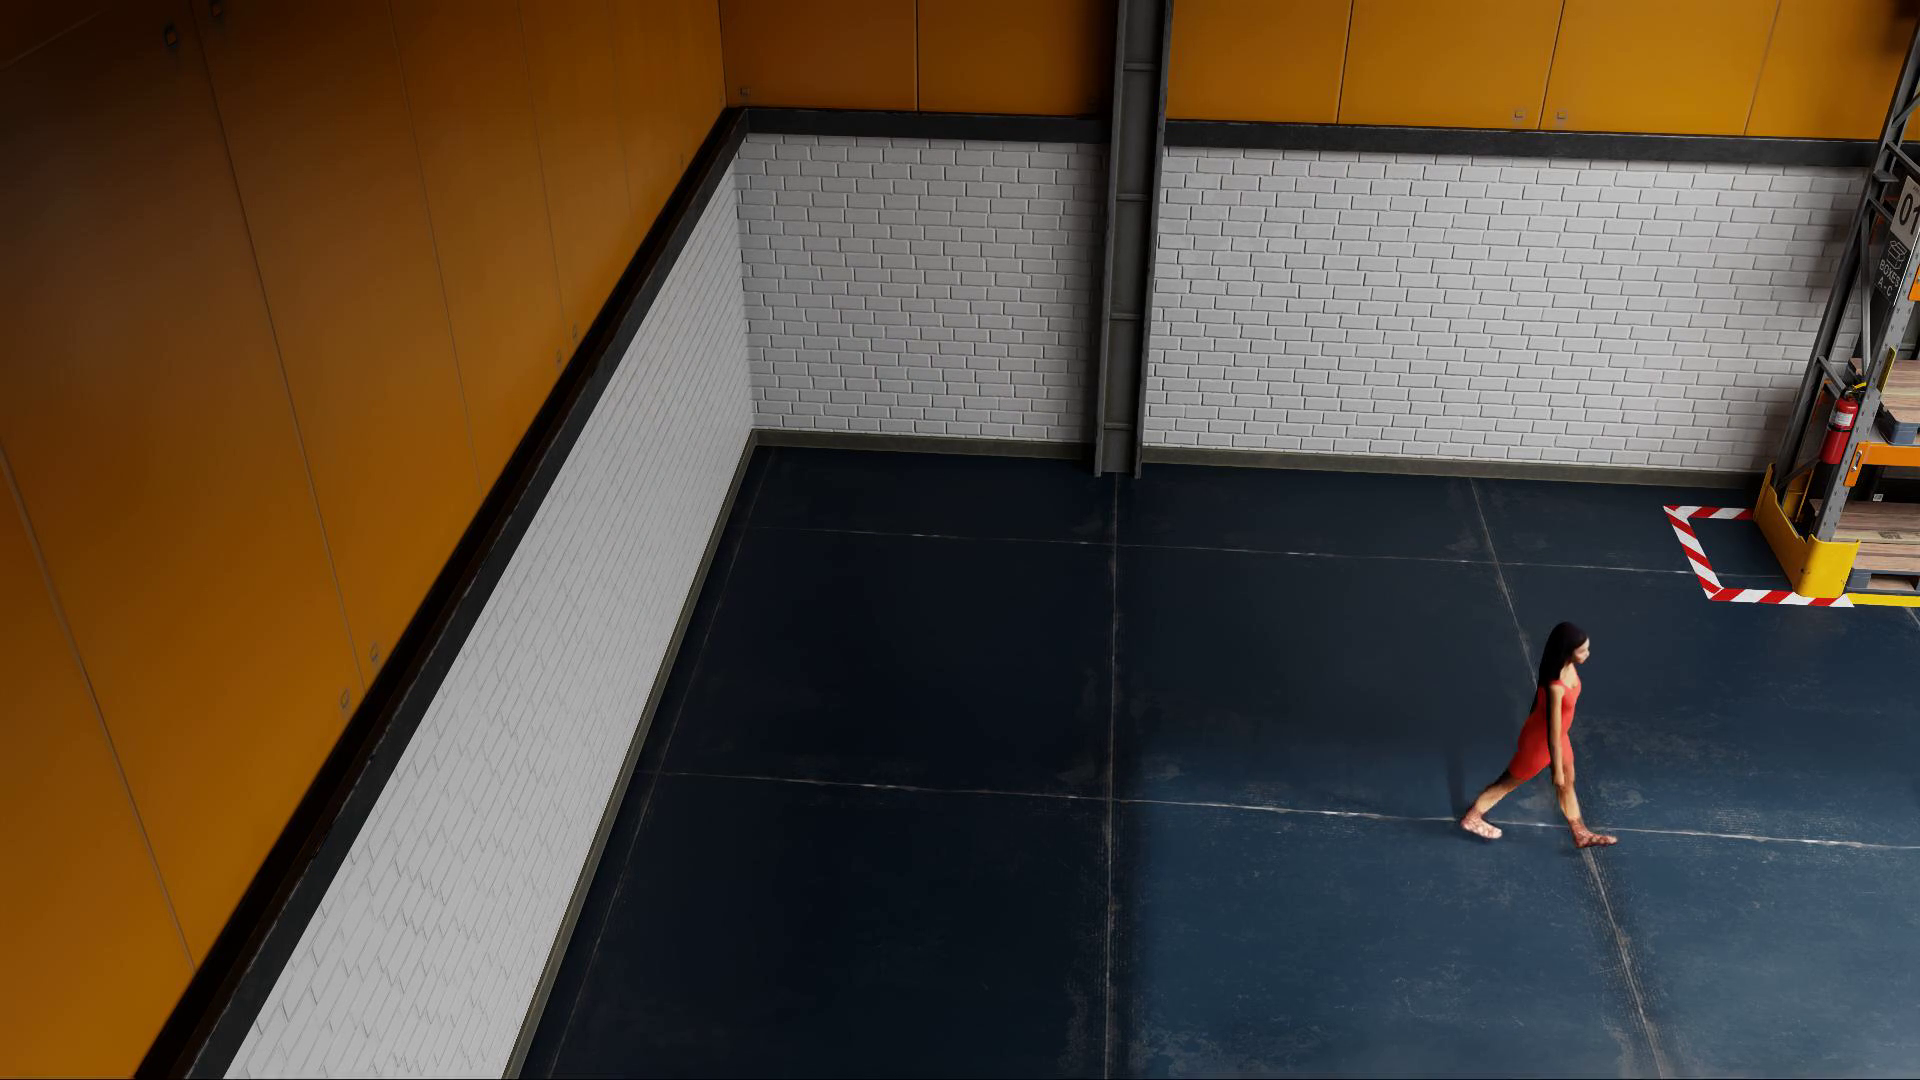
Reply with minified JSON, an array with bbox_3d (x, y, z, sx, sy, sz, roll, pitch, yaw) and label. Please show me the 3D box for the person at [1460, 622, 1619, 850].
[{"bbox_3d":[3.421,1.224,10.029,1.216,1.657,0.849,13,36,18],"label":"person"}]
